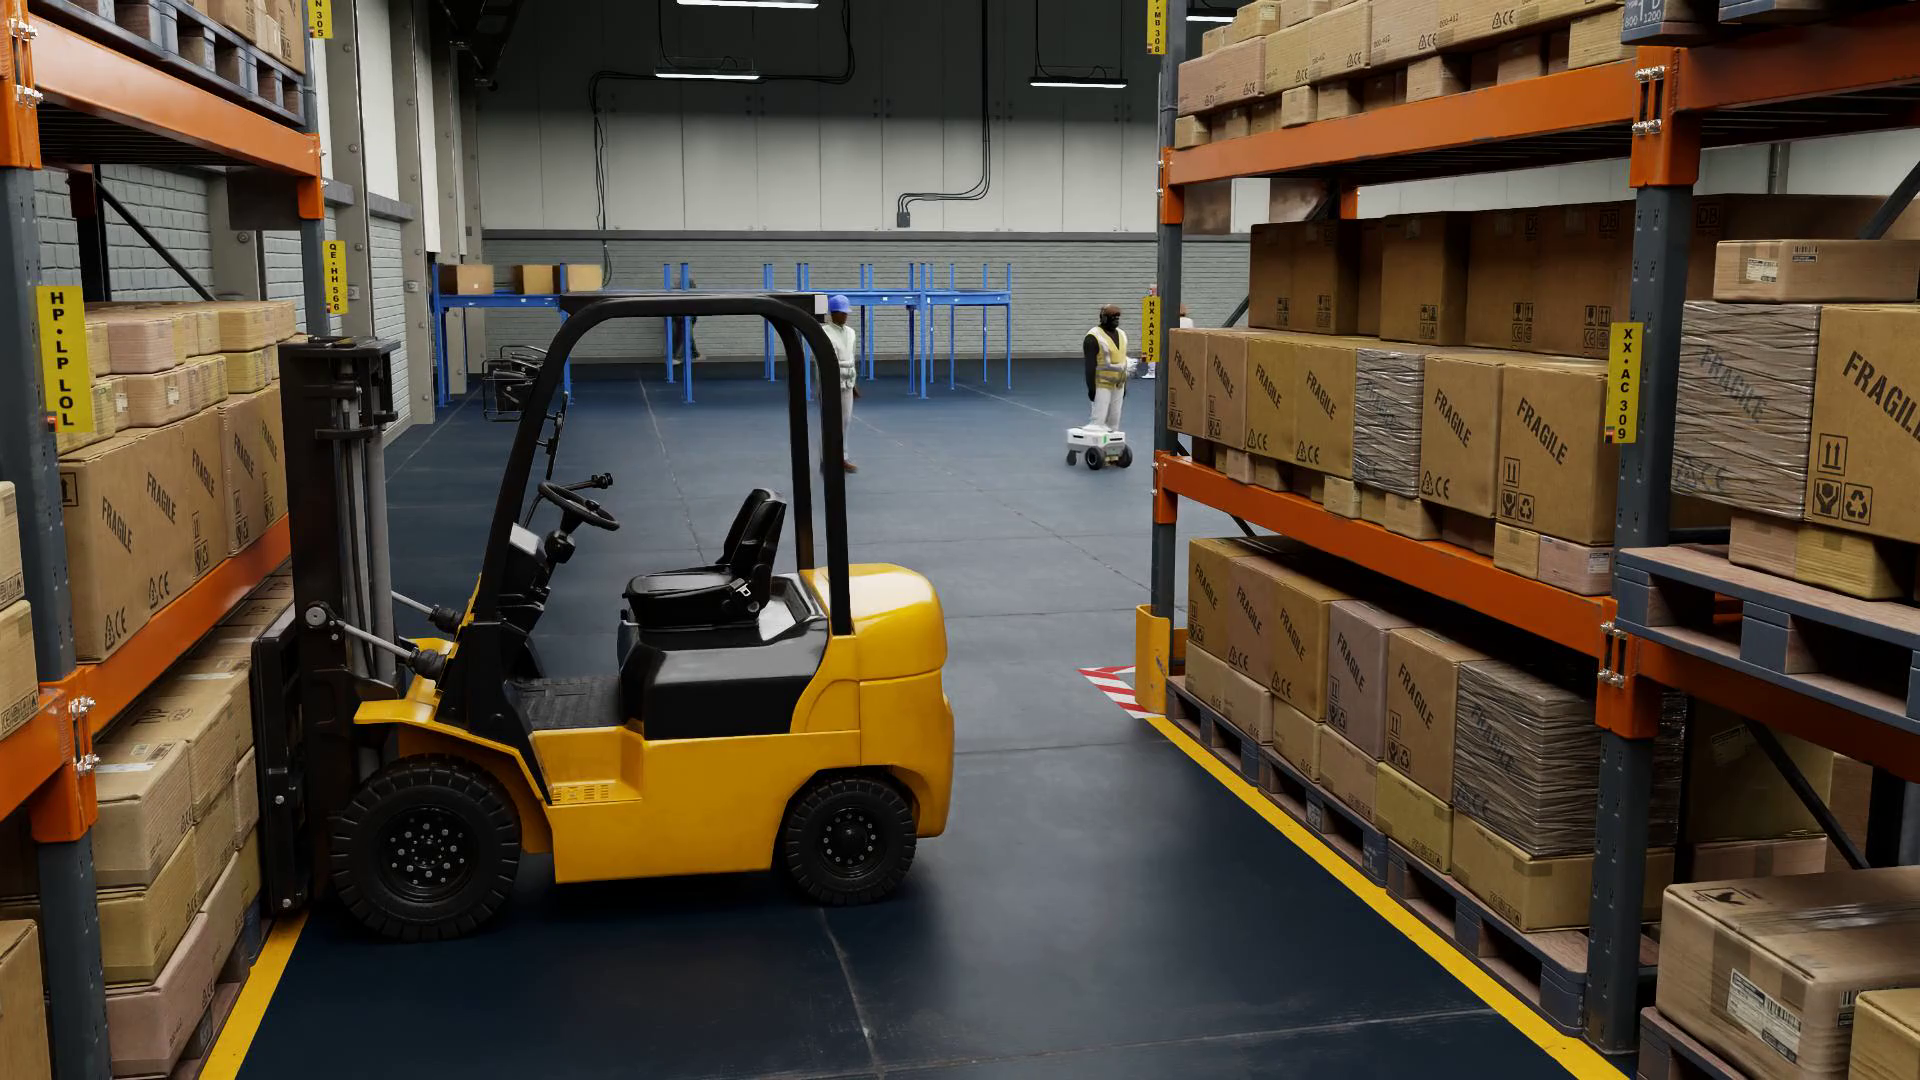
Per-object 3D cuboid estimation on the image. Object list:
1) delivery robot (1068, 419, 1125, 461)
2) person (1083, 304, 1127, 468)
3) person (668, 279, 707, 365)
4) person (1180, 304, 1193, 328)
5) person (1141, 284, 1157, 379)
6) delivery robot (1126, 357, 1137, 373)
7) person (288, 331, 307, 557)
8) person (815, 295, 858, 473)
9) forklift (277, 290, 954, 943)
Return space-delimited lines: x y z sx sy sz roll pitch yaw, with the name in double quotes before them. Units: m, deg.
"delivery robot" 1.545 -1.141 18.862 0.477 0.478 0.707 -6 11 -34
"person" 1.672 -1.747 18.839 0.628 1.834 0.429 -9 13 -44
"person" -6.384 -5.091 38.710 1.018 2.000 0.710 -2 10 -14
"person" 3.814 -3.365 29.373 0.529 1.604 0.725 -4 10 -21
"person" 3.915 -4.215 33.654 0.652 1.904 0.402 -7 12 -38
"delivery robot" 3.231 -3.586 33.766 0.707 0.478 0.477 5 11 27
"person" -4.149 -0.401 10.569 0.565 1.850 0.390 2 9 10
"person" -1.336 -1.706 18.236 0.409 1.943 0.615 7 12 37
"forklift" -1.179 0.175 6.143 2.313 2.155 1.214 -2 10 -12
